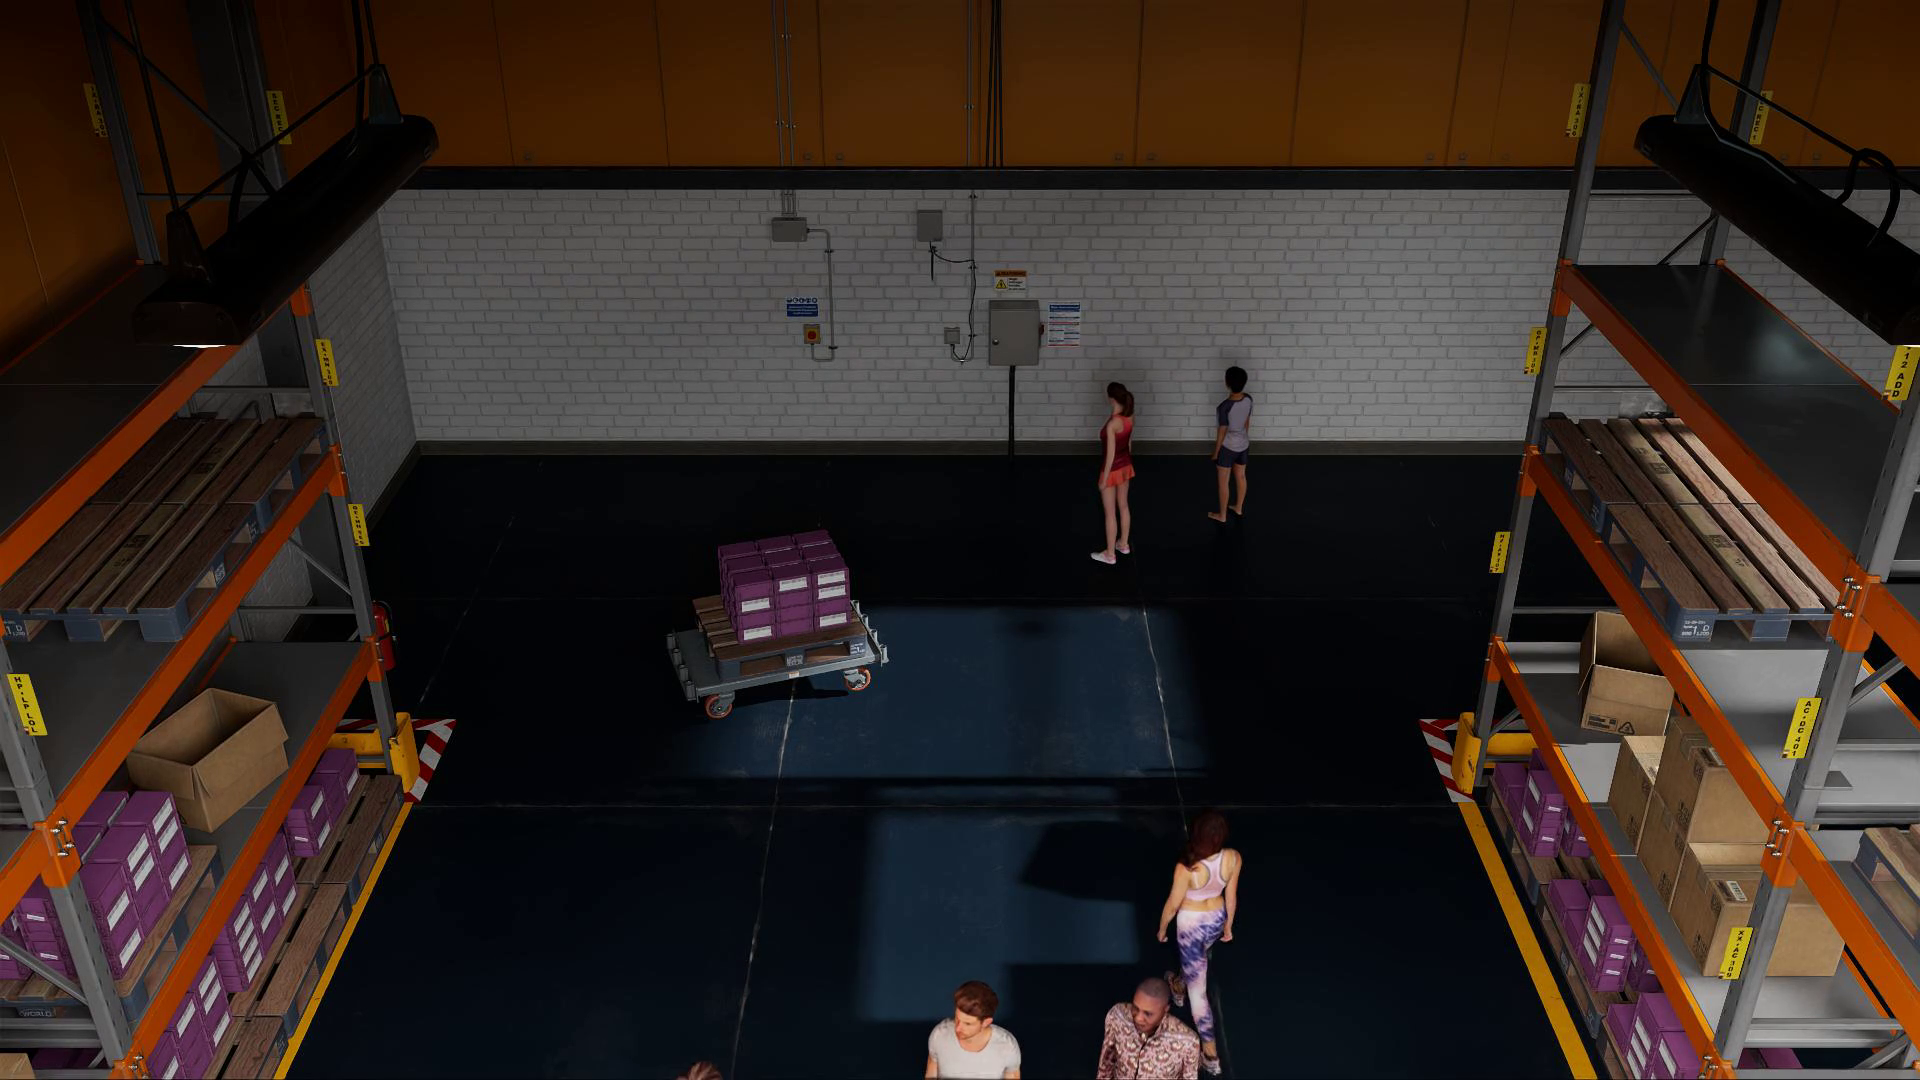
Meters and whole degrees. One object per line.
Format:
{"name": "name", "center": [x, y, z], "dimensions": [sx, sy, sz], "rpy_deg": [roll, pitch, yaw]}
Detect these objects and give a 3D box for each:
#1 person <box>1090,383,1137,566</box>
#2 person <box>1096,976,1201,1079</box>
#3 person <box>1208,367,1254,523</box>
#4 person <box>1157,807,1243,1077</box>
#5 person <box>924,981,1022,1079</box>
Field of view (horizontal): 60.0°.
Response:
{"name": "person", "center": [1.421, -0.624, 15.162], "dimensions": [0.721, 1.748, 0.647], "rpy_deg": [21, 35, 34]}
{"name": "person", "center": [0.959, 2.933, 8.579], "dimensions": [0.778, 1.808, 0.756], "rpy_deg": [13, 31, 23]}
{"name": "person", "center": [2.607, -0.929, 15.910], "dimensions": [0.650, 1.567, 0.687], "rpy_deg": [-19, 34, -31]}
{"name": "person", "center": [1.439, 2.348, 9.734], "dimensions": [0.878, 1.728, 1.166], "rpy_deg": [-12, 31, -21]}
{"name": "person", "center": [0.062, 2.951, 8.456], "dimensions": [0.707, 1.893, 0.638], "rpy_deg": [6, 29, 11]}
